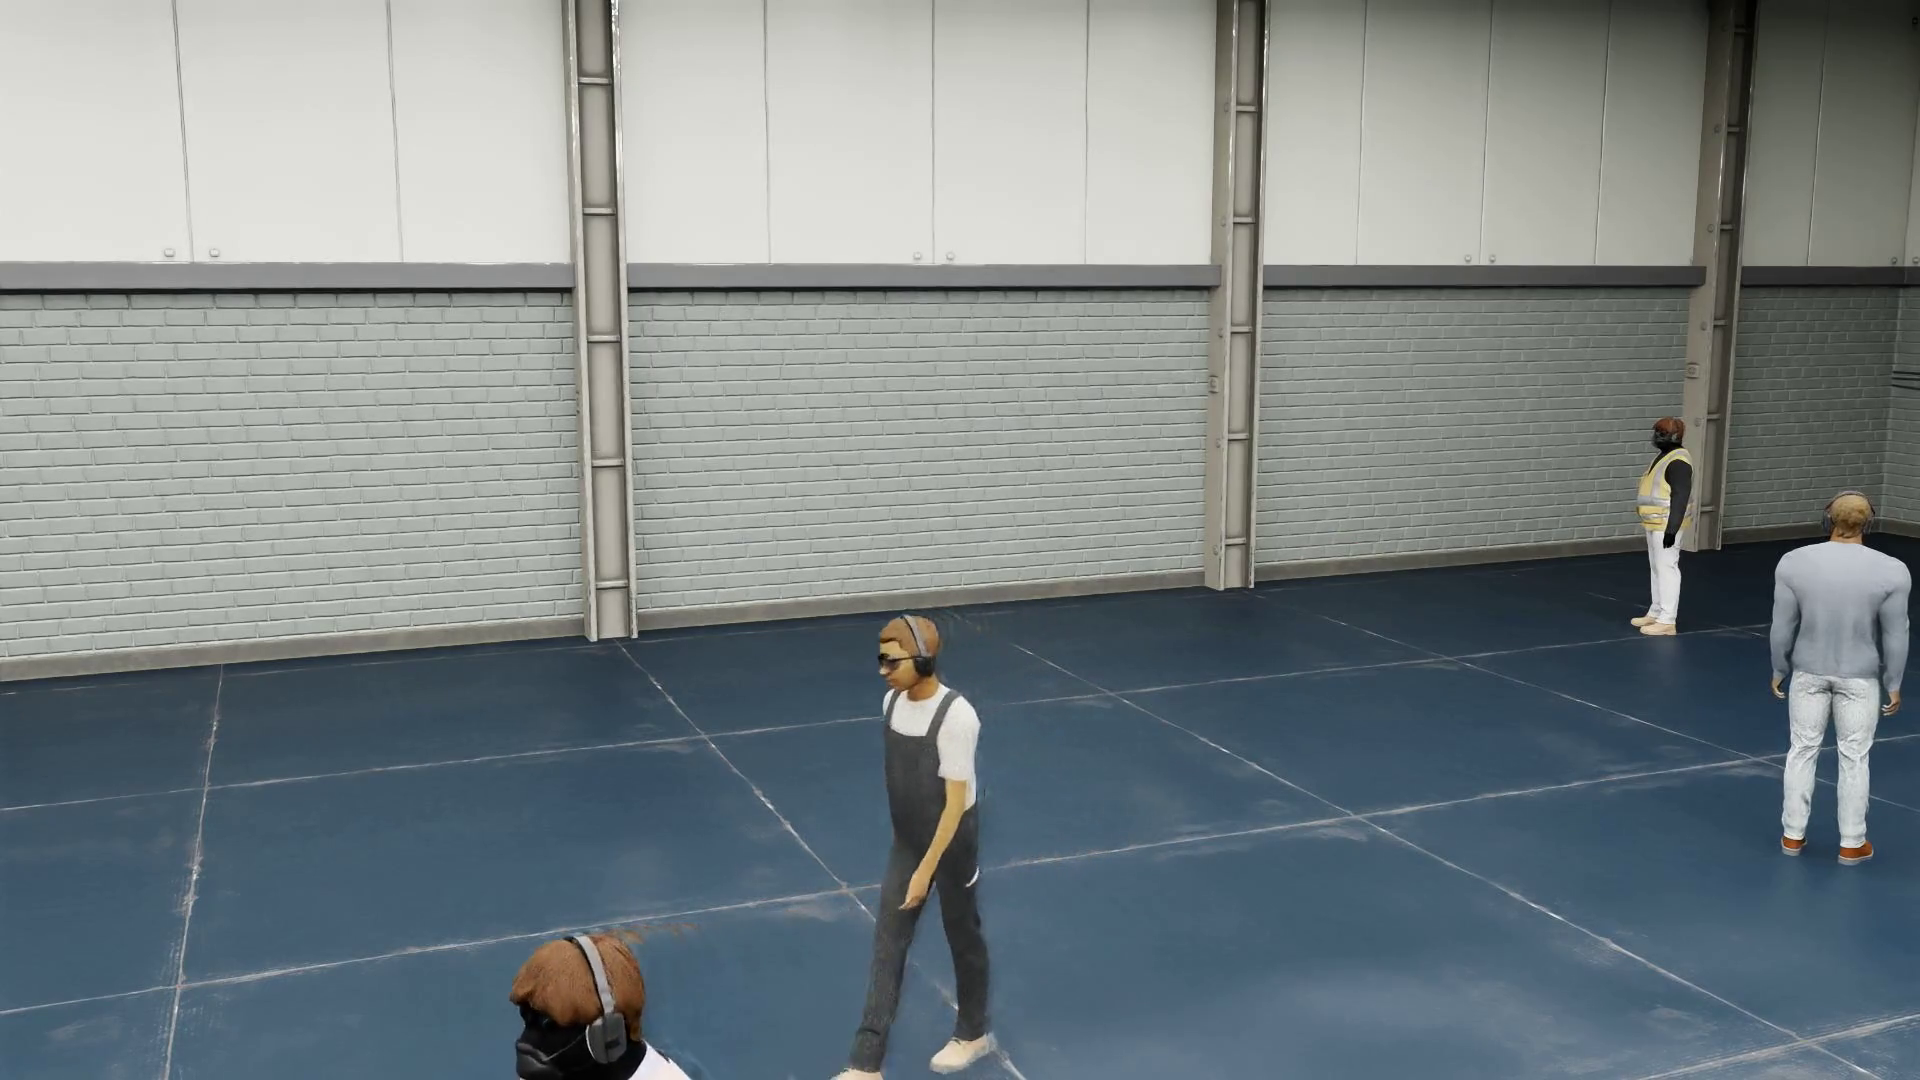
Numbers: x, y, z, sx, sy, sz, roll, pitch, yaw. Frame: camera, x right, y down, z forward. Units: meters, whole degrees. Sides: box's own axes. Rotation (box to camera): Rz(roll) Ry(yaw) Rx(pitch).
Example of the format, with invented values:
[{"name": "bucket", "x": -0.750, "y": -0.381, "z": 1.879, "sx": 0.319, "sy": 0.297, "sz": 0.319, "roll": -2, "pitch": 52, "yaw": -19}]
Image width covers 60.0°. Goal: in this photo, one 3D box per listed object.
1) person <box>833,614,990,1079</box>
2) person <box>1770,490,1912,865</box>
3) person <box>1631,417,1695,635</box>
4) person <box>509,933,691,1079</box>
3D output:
[{"name": "person", "x": -0.192, "y": 1.170, "z": 6.108, "sx": 0.495, "sy": 1.795, "sz": 0.914, "roll": 8, "pitch": 12, "yaw": 42}, {"name": "person", "x": 4.529, "y": 0.706, "z": 8.601, "sx": 0.636, "sy": 1.938, "sz": 0.358, "roll": 7, "pitch": 11, "yaw": 36}, {"name": "person", "x": 5.955, "y": -0.121, "z": 14.096, "sx": 0.429, "sy": 1.842, "sz": 0.633, "roll": 2, "pitch": 9, "yaw": 10}, {"name": "person", "x": -0.663, "y": 1.623, "z": 3.192, "sx": 0.458, "sy": 1.826, "sz": 0.649, "roll": -7, "pitch": 12, "yaw": -39}]
